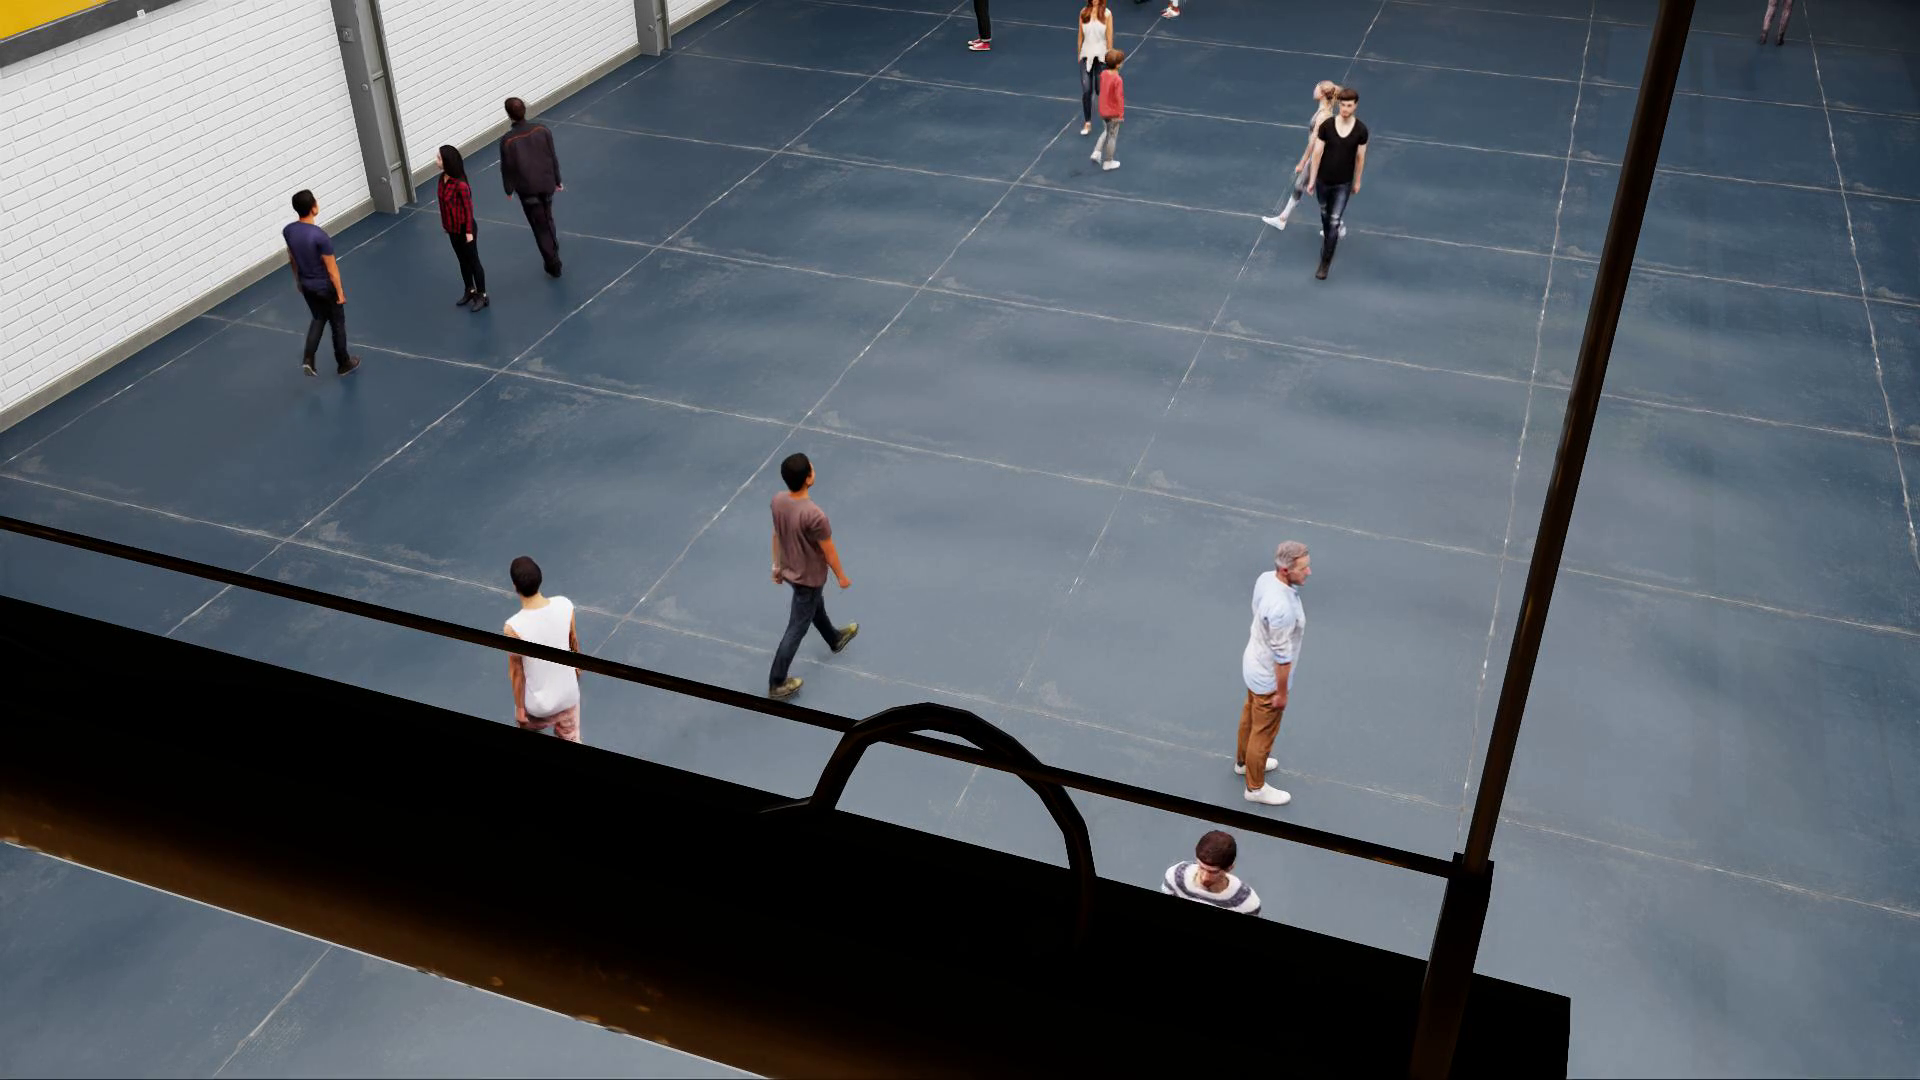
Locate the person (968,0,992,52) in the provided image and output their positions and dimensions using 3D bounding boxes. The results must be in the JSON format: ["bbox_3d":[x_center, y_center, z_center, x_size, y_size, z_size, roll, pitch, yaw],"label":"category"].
[{"bbox_3d":[0.300,-7.673,22.940,0.833,1.759,0.718,-6,34,-9],"label":"person"}]

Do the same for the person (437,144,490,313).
[{"bbox_3d":[-4.794,-3.020,16.032,0.656,1.657,0.643,28,43,35],"label":"person"}]

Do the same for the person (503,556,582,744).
[{"bbox_3d":[-2.432,0.948,9.972,1.019,1.757,1.011,-25,41,-32],"label":"person"}]

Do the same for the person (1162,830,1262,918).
[{"bbox_3d":[1.220,2.071,8.226,0.818,1.819,1.168,19,38,26],"label":"person"}]

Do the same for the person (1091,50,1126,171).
[{"bbox_3d":[1.677,-4.931,19.135,0.719,1.405,0.661,-22,40,-30],"label":"person"}]

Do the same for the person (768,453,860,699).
[{"bbox_3d":[-1.097,0.281,11.000,1.217,1.728,0.967,-28,43,-35],"label":"person"}]

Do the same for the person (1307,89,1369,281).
[{"bbox_3d":[3.796,-3.652,16.804,0.677,1.854,1.218,12,35,17],"label":"person"}]

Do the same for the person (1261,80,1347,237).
[{"bbox_3d":[3.836,-3.935,17.416,0.766,1.648,1.102,6,34,8],"label":"person"}]

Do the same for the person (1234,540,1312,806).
[{"bbox_3d":[1.889,0.784,10.157,0.818,1.825,0.659,-1,34,-2],"label":"person"}]

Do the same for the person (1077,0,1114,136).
[{"bbox_3d":[1.659,-5.863,20.209,0.583,1.768,0.945,12,35,17],"label":"person"}]

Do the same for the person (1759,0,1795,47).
[{"bbox_3d":[11.482,-7.768,23.125,0.609,1.713,0.595,17,37,24],"label":"person"}]

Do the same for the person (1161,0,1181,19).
[{"bbox_3d":[3.194,-8.485,24.205,0.817,1.711,0.752,-8,34,-11],"label":"person"}]

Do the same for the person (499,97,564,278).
[{"bbox_3d":[-4.195,-3.470,16.570,0.947,1.811,0.997,-23,40,-31],"label":"person"}]

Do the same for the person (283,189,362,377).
[{"bbox_3d":[-5.721,-2.206,14.698,0.670,1.777,0.869,10,35,14],"label":"person"}]
